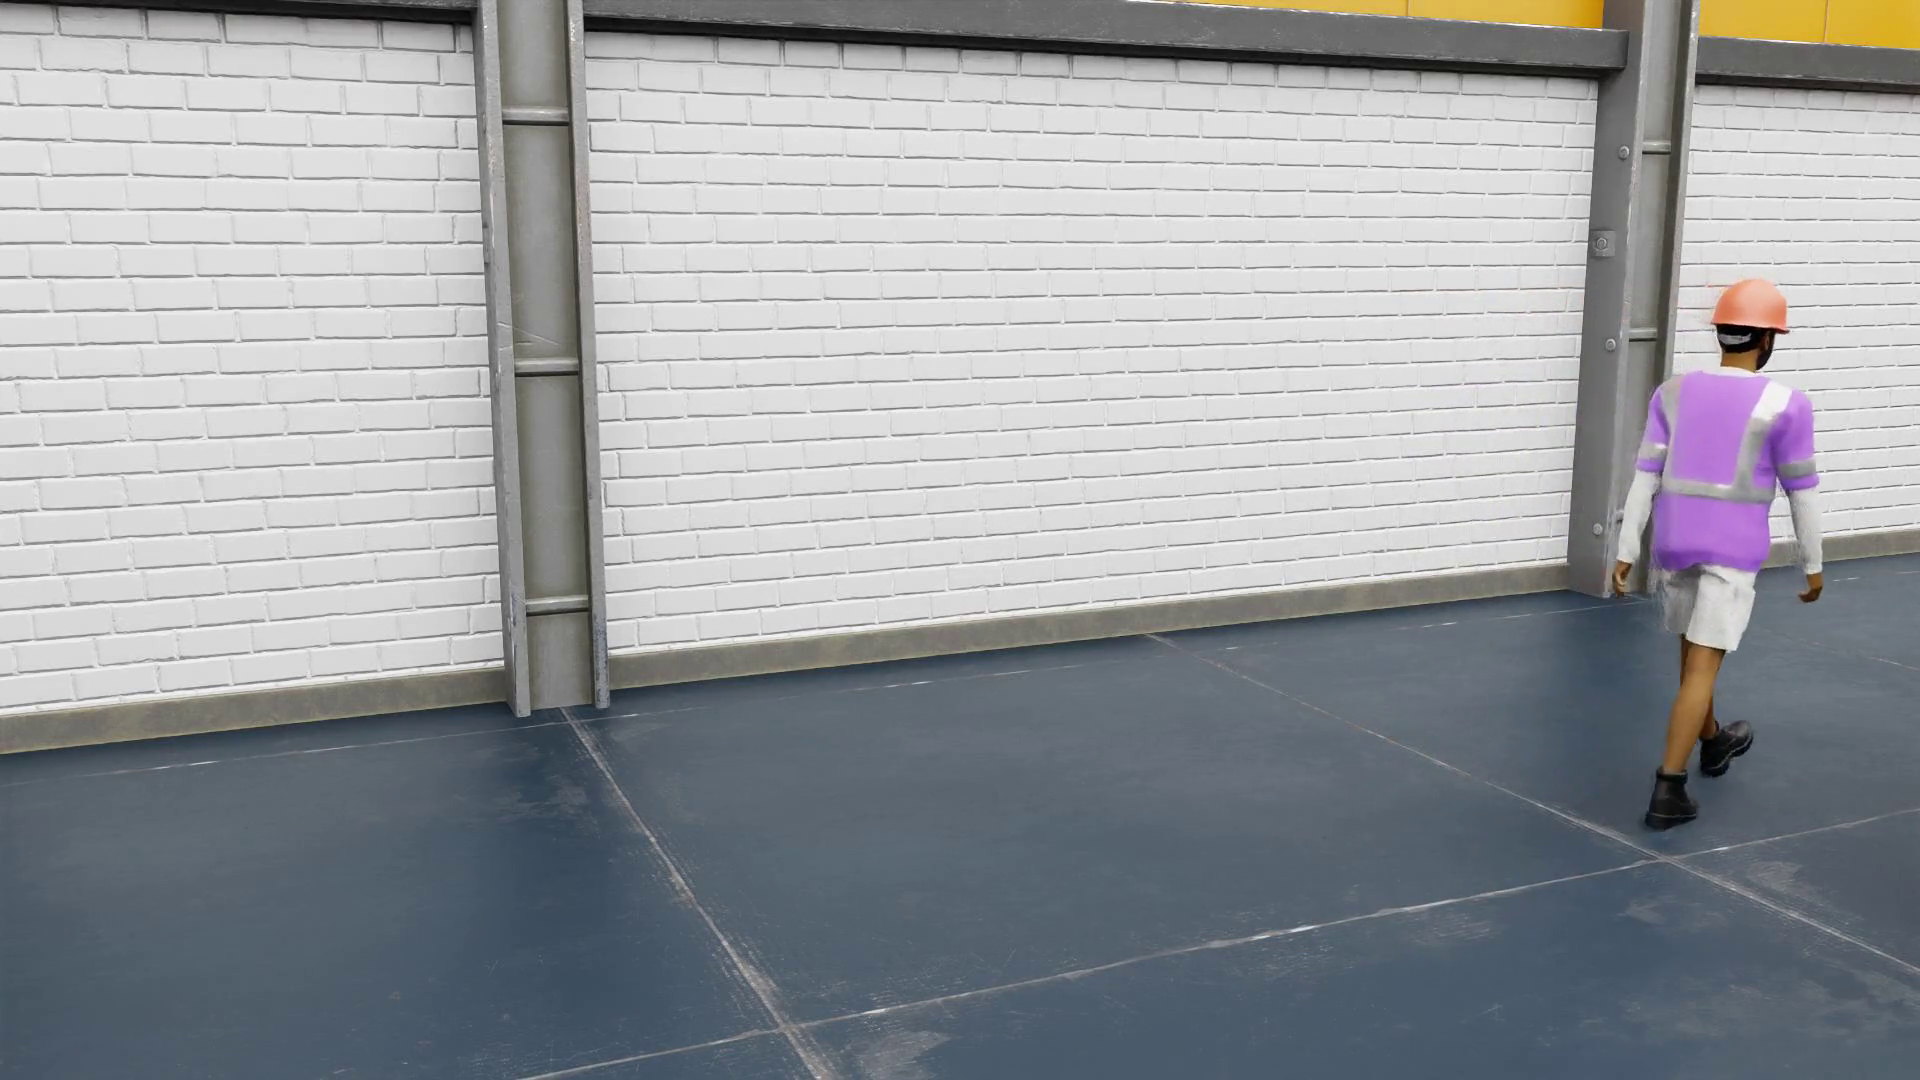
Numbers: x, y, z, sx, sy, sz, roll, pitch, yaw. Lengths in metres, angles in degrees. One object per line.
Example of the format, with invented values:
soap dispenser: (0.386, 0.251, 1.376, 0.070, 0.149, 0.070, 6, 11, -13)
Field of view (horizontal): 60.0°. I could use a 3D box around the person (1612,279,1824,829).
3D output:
person: (2.707, 0.029, 5.898, 1.001, 1.874, 0.579, -8, 13, -39)
